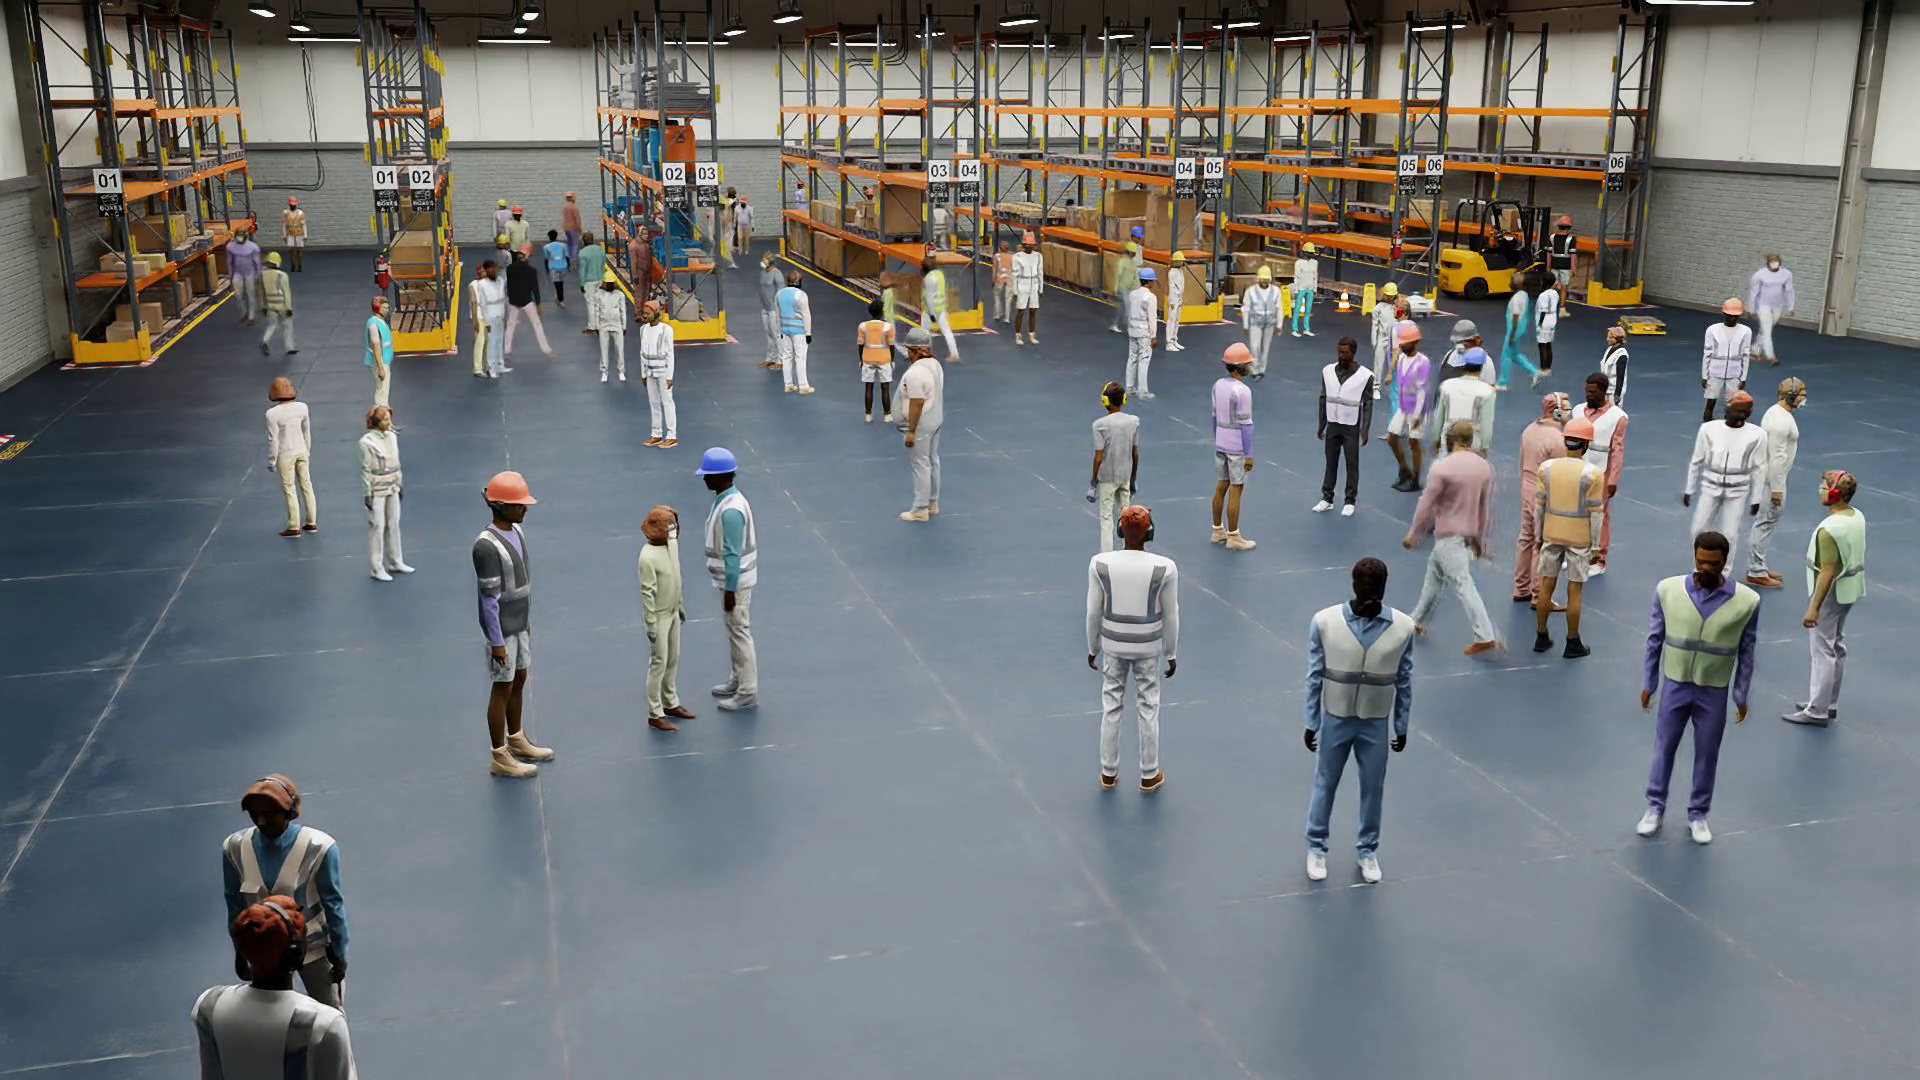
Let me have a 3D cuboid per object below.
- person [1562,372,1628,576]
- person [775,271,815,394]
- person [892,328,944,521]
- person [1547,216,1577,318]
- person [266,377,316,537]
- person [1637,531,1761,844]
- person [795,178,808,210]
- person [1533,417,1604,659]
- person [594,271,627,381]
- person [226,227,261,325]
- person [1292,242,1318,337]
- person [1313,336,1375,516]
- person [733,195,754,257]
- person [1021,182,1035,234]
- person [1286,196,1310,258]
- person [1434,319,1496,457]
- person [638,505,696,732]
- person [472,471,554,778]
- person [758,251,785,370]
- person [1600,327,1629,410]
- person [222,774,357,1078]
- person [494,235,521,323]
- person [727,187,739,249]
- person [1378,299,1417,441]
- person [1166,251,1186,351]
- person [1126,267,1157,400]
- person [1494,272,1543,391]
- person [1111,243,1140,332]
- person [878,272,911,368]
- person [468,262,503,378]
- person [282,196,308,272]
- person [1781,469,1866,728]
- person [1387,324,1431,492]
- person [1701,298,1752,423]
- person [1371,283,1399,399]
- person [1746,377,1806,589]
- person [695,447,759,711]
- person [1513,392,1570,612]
[{"bbox_3d":[5.927,-0.624,15.545,0.403,1.910,0.598,-8,17,-27],"label":"person"},{"bbox_3d":[-2.480,-3.130,25.110,0.620,1.837,0.429,10,18,34],"label":"person"},{"bbox_3d":[-0.459,-1.225,17.547,0.536,2.000,0.682,6,16,20],"label":"person"},{"bbox_3d":[12.244,-5.556,33.836,0.372,2.043,0.615,-13,20,-41],"label":"person"},{"bbox_3d":[-6.803,-0.843,16.890,0.280,1.634,0.498,8,17,28],"label":"person"},{"bbox_3d":[4.389,0.862,9.928,0.596,1.916,0.373,7,16,24],"label":"person"},{"bbox_3d":[-4.943,-10.254,51.721,0.359,1.938,0.547,11,19,36],"label":"person"},{"bbox_3d":[4.838,-0.021,13.228,0.543,1.930,0.372,14,20,41],"label":"person"},{"bbox_3d":[-5.487,-3.358,26.166,0.486,1.738,0.320,-3,15,-11],"label":"person"},{"bbox_3d":[-13.990,-5.152,32.551,0.647,1.915,0.483,-3,15,-10],"label":"person"},{"bbox_3d":[6.459,-4.676,31.078,0.526,1.760,0.341,-7,17,-26],"label":"person"},{"bbox_3d":[4.110,-1.225,17.779,0.589,1.920,0.399,12,19,37],"label":"person"},{"bbox_3d":[-6.078,-8.811,46.723,0.589,1.699,0.878,-1,15,-3],"label":"person"},{"bbox_3d":[2.057,-10.040,51.047,0.513,1.872,0.328,-9,17,-29],"label":"person"},{"bbox_3d":[8.914,-8.157,44.004,0.653,1.858,0.998,2,15,6],"label":"person"},{"bbox_3d":[5.464,-1.415,18.261,0.536,2.000,0.676,-9,17,-30],"label":"person"},{"bbox_3d":[-2.080,0.540,11.707,0.289,1.623,0.507,4,15,14],"label":"person"},{"bbox_3d":[-2.928,0.549,10.892,0.404,2.035,0.606,1,15,5],"label":"person"},{"bbox_3d":[-3.085,-3.757,27.271,0.372,1.939,0.629,-11,18,-35],"label":"person"},{"bbox_3d":[8.089,-1.829,20.612,0.313,1.633,0.518,0,15,2],"label":"person"},{"bbox_3d":[-2.854,1.760,7.109,0.514,1.631,0.318,1,15,2],"label":"person"},{"bbox_3d":[-8.991,-5.167,32.946,0.493,1.746,0.282,11,18,35],"label":"person"},{"bbox_3d":[-6.678,-9.497,49.071,0.337,1.838,0.510,1,15,4],"label":"person"},{"bbox_3d":[5.719,-2.206,21.609,0.389,1.847,0.567,11,18,35],"label":"person"},{"bbox_3d":[3.831,-4.221,29.391,0.295,1.744,0.491,7,17,26],"label":"person"},{"bbox_3d":[2.715,-3.059,24.651,0.426,1.940,0.609,-9,17,-30],"label":"person"},{"bbox_3d":[8.449,-3.134,25.143,0.716,1.828,0.520,9,17,31],"label":"person"},{"bbox_3d":[3.203,-4.752,31.443,0.917,1.707,0.532,13,20,41],"label":"person"},{"bbox_3d":[-1.135,-3.567,27.166,0.623,1.615,0.508,-1,15,-3],"label":"person"},{"bbox_3d":[-7.607,-3.514,26.566,0.395,1.835,0.561,7,17,26],"label":"person"},{"bbox_3d":[-16.972,-7.786,42.460,0.577,1.918,0.701,-5,16,-19],"label":"person"},{"bbox_3d":[6.143,0.418,11.733,0.564,1.847,0.397,-14,20,-42],"label":"person"},{"bbox_3d":[5.053,-1.476,18.725,0.464,1.913,0.565,-7,16,-23],"label":"person"},{"bbox_3d":[9.688,-2.102,21.065,0.544,1.930,0.388,4,15,16],"label":"person"},{"bbox_3d":[6.328,-2.938,24.595,0.491,1.730,0.323,-2,15,-7],"label":"person"},{"bbox_3d":[7.406,-0.527,15.139,0.373,1.931,0.632,7,16,23],"label":"person"},{"bbox_3d":[-1.686,0.274,12.112,0.421,1.937,0.609,-4,15,-14],"label":"person"},{"bbox_3d":[5.106,-0.341,14.478,0.400,1.910,0.643,-2,15,-8],"label":"person"}]
